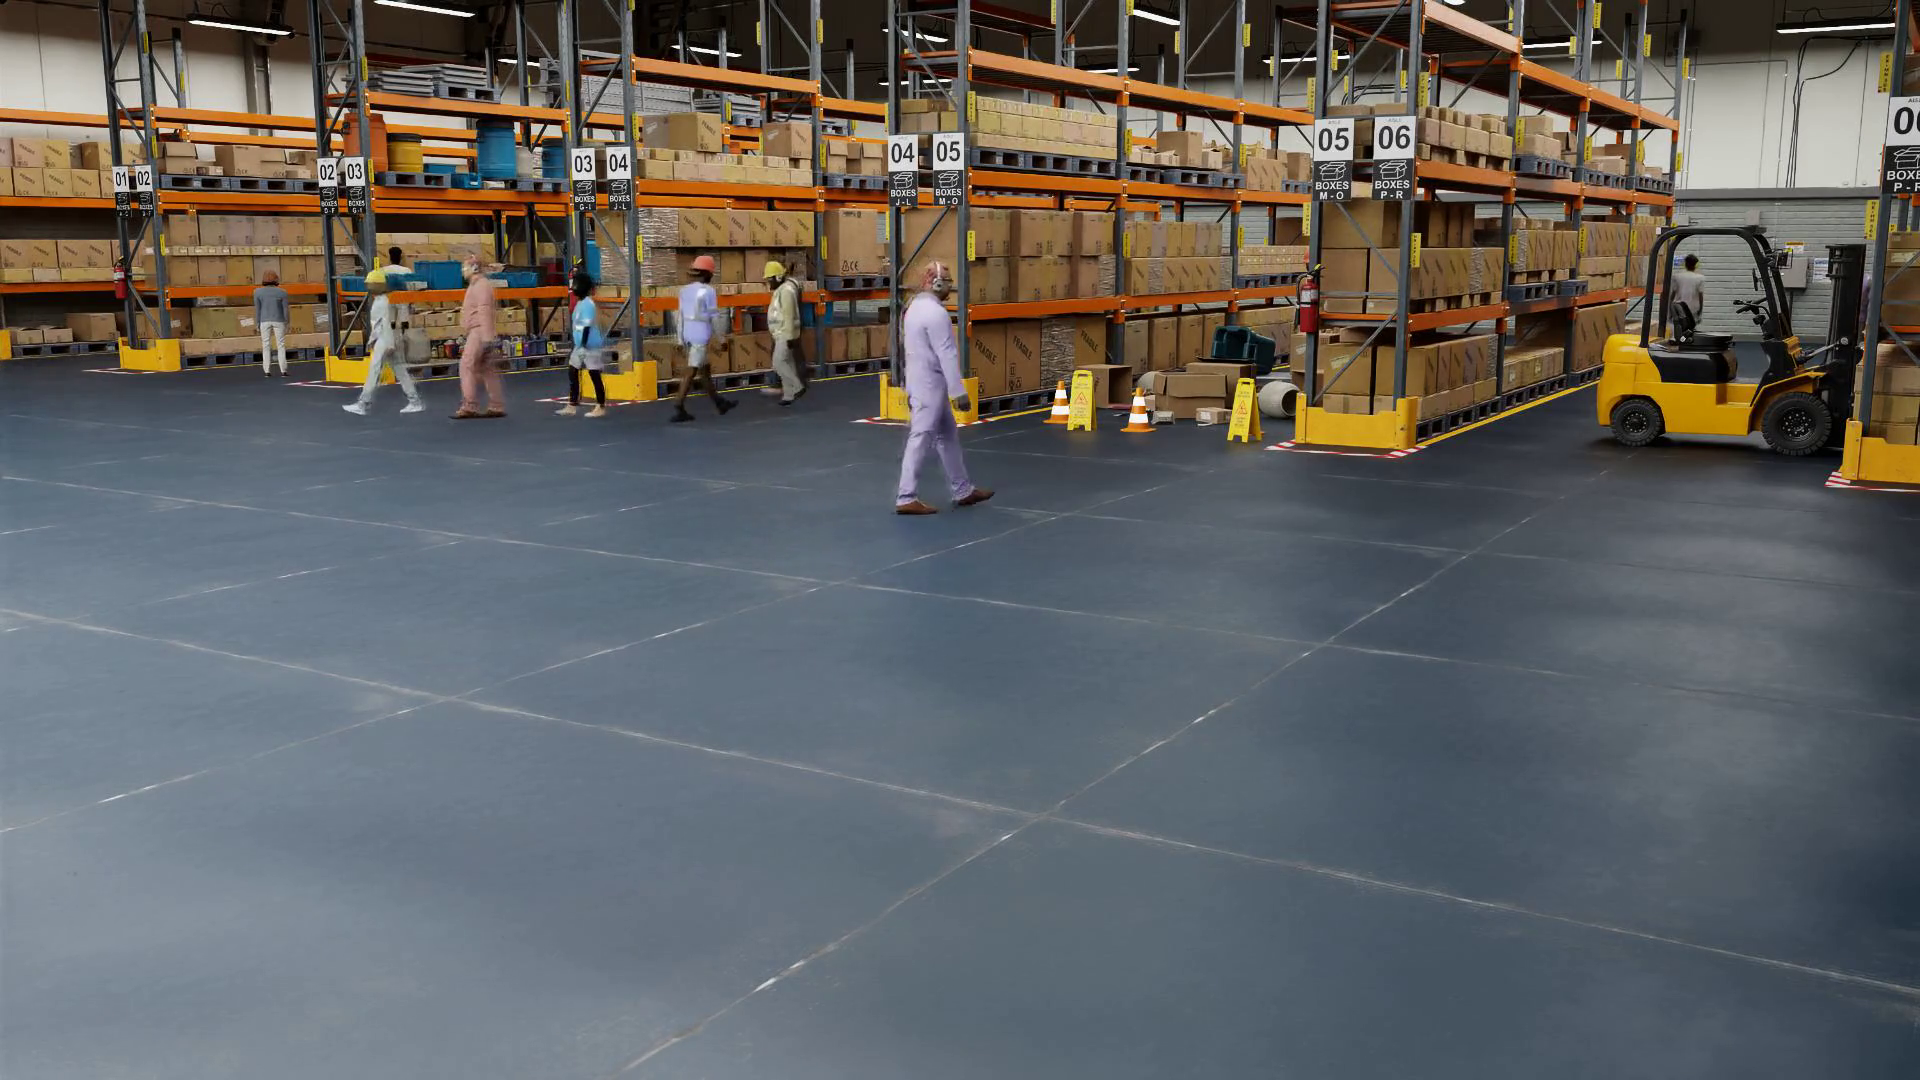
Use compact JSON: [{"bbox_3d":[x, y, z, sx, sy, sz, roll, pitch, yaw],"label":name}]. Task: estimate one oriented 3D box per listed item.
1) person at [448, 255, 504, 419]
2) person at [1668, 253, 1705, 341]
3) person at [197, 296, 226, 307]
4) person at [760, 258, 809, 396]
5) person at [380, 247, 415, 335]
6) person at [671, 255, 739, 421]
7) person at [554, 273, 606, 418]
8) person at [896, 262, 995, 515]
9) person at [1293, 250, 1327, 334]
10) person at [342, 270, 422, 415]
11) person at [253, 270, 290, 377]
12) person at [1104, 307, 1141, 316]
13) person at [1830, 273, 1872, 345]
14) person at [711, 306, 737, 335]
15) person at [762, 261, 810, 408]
[{"bbox_3d":[-5.663,-2.332,19.177,0.767,1.881,0.684,-3,11,-18],"label":"person"},{"bbox_3d":[11.696,-3.674,26.785,0.507,1.859,0.463,6,12,32],"label":"person"},{"bbox_3d":[-13.115,-4.077,29.005,0.617,1.865,0.561,6,12,32],"label":"person"},{"bbox_3d":[-2.349,-2.811,22.039,0.746,1.821,0.521,3,11,18],"label":"person"},{"bbox_3d":[-9.903,-4.175,29.284,0.613,1.962,0.362,0,10,2],"label":"person"},{"bbox_3d":[-2.942,-2.316,19.102,1.026,1.872,0.545,-9,14,-42],"label":"person"},{"bbox_3d":[-4.420,-2.224,19.143,0.683,1.671,0.553,-5,11,-24],"label":"person"},{"bbox_3d":[-0.087,-1.124,12.453,0.887,1.876,0.655,-2,10,-12],"label":"person"},{"bbox_3d":[4.965,-3.137,23.550,0.552,1.937,0.356,8,13,38],"label":"person"},{"bbox_3d":[-6.863,-2.336,19.729,0.916,1.696,0.484,-4,11,-20],"label":"person"},{"bbox_3d":[-10.432,-3.281,25.238,0.493,1.624,0.280,-3,11,-18],"label":"person"},{"bbox_3d":[2.558,-3.569,26.118,0.594,1.890,0.793,3,10,14],"label":"person"},{"bbox_3d":[12.775,-3.178,23.842,0.580,1.918,0.401,5,11,27],"label":"person"},{"bbox_3d":[-3.693,-3.443,25.305,0.624,1.931,0.372,0,10,2],"label":"person"},{"bbox_3d":[-2.187,-2.511,20.435,0.475,1.796,0.621,-2,10,-11],"label":"person"}]
